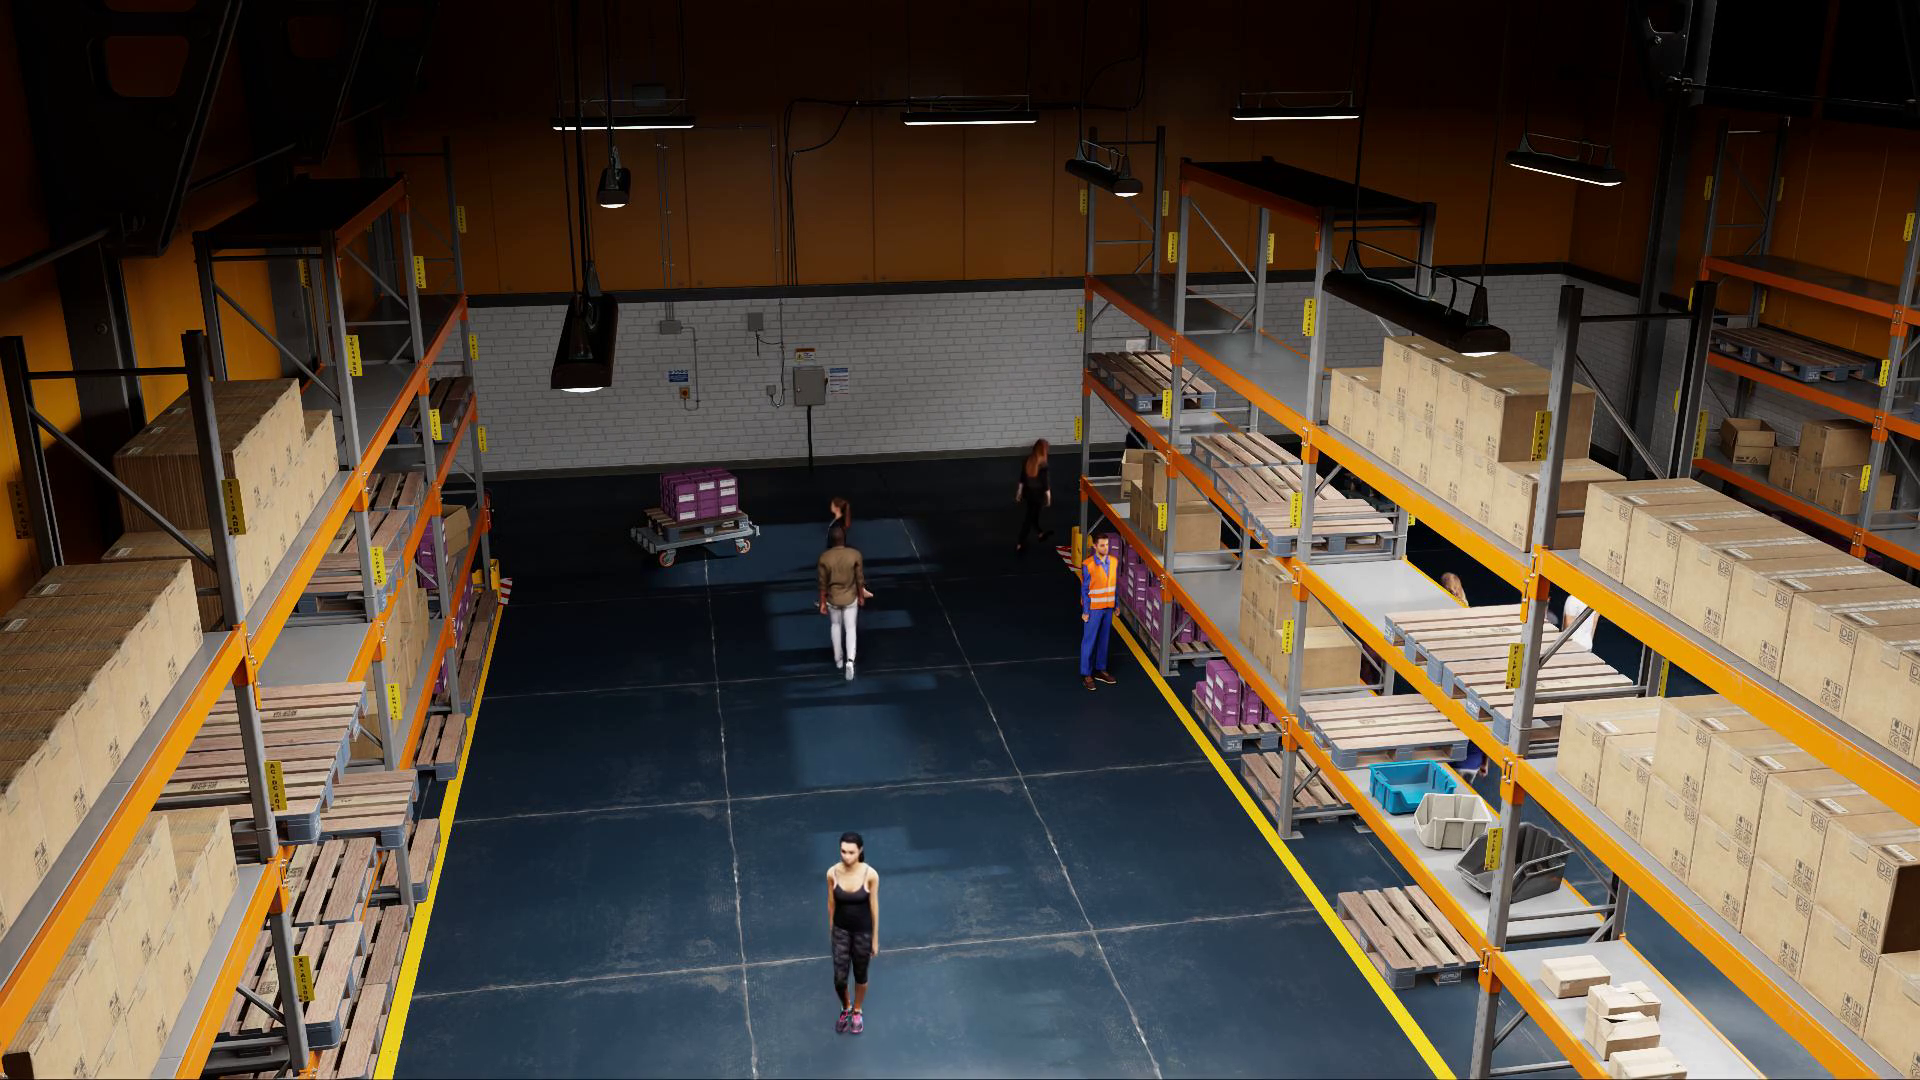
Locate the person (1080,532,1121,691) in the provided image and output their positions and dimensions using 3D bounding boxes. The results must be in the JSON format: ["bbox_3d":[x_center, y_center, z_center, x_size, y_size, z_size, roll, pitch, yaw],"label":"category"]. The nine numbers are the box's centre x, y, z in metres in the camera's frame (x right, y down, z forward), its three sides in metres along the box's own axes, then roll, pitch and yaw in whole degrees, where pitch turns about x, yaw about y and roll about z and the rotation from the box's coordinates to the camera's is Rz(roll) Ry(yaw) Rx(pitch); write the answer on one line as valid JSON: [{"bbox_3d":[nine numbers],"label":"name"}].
[{"bbox_3d":[1.599,0.787,19.177,0.775,1.864,0.763,-13,22,-33],"label":"person"}]

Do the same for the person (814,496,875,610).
[{"bbox_3d":[-1.493,0.189,21.475,0.877,1.531,1.033,4,19,12],"label":"person"}]

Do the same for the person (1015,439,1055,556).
[{"bbox_3d":[0.984,-0.577,23.546,1.130,1.662,1.103,16,24,39],"label":"person"}]

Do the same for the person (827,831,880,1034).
[{"bbox_3d":[-0.795,2.994,12.857,0.622,1.716,0.666,1,19,3],"label":"person"}]

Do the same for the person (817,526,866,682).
[{"bbox_3d":[-1.364,0.746,19.406,0.798,1.797,1.100,-1,19,-2],"label":"person"}]

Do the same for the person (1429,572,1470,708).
[{"bbox_3d":[5.402,1.212,18.176,0.770,1.697,1.136,-5,19,-15],"label":"person"}]
